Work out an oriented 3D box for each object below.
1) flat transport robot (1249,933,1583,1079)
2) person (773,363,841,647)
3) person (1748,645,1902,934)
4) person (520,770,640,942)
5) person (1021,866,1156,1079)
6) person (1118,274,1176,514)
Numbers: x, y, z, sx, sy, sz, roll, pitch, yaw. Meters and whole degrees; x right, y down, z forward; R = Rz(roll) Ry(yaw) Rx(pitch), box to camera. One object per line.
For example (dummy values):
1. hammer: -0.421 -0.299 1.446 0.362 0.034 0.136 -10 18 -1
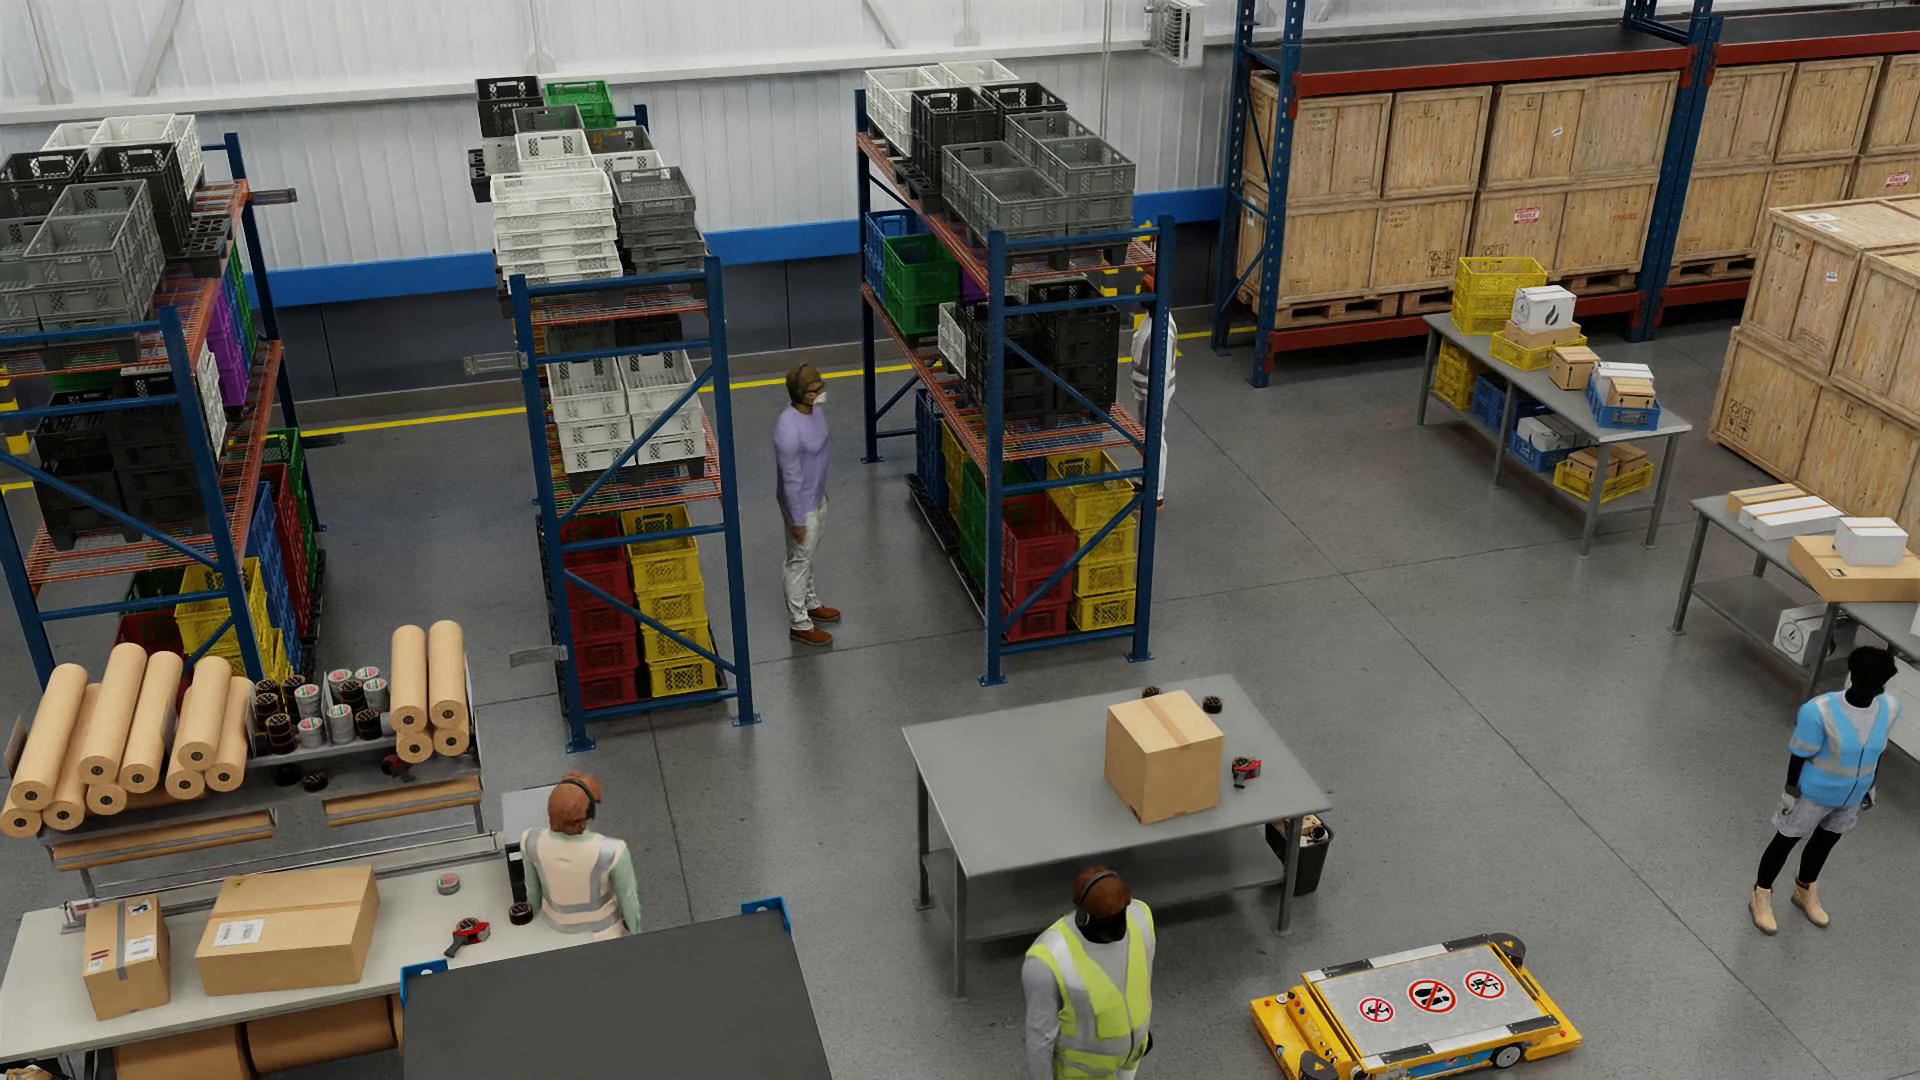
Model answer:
1. flat transport robot: 2.184 2.282 7.980 1.431 0.197 0.652 -8 30 -14
2. person: -1.003 -0.246 10.861 0.370 1.941 0.627 5 29 8
3. person: 4.379 1.251 8.381 0.540 1.698 0.318 -4 29 -8
4. person: -1.693 1.768 7.516 0.522 1.630 0.319 4 29 7
5. person: 0.545 2.072 6.743 0.634 1.842 0.429 -20 34 -32
6. person: 1.428 -1.107 12.487 0.355 1.881 0.575 -2 29 -4
